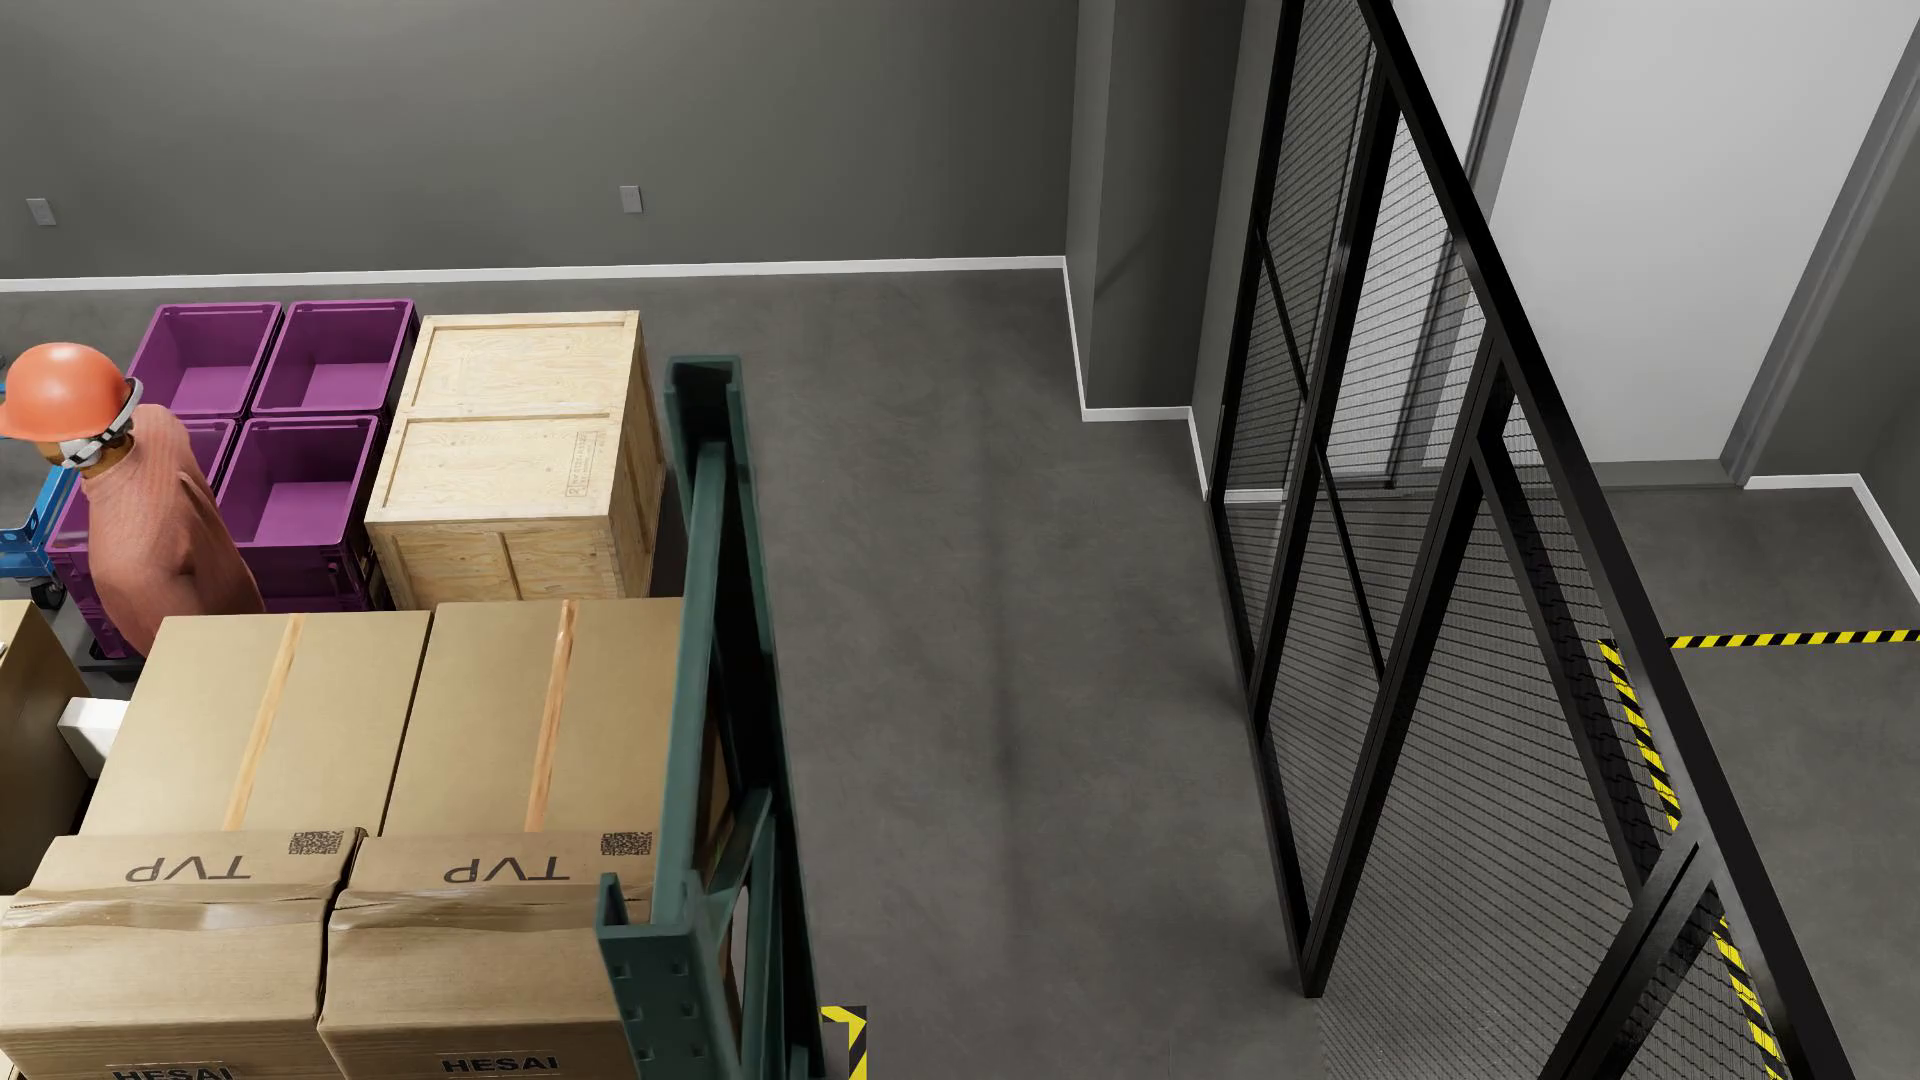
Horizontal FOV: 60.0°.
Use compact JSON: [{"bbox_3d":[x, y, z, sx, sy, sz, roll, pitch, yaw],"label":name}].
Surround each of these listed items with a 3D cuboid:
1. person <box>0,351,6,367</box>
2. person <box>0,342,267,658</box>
[{"bbox_3d":[-4.032,-1.264,5.963,0.362,1.939,0.636,-4,46,-4],"label":"person"},{"bbox_3d":[-2.046,0.260,4.469,0.380,1.996,0.608,-11,47,-11],"label":"person"}]
